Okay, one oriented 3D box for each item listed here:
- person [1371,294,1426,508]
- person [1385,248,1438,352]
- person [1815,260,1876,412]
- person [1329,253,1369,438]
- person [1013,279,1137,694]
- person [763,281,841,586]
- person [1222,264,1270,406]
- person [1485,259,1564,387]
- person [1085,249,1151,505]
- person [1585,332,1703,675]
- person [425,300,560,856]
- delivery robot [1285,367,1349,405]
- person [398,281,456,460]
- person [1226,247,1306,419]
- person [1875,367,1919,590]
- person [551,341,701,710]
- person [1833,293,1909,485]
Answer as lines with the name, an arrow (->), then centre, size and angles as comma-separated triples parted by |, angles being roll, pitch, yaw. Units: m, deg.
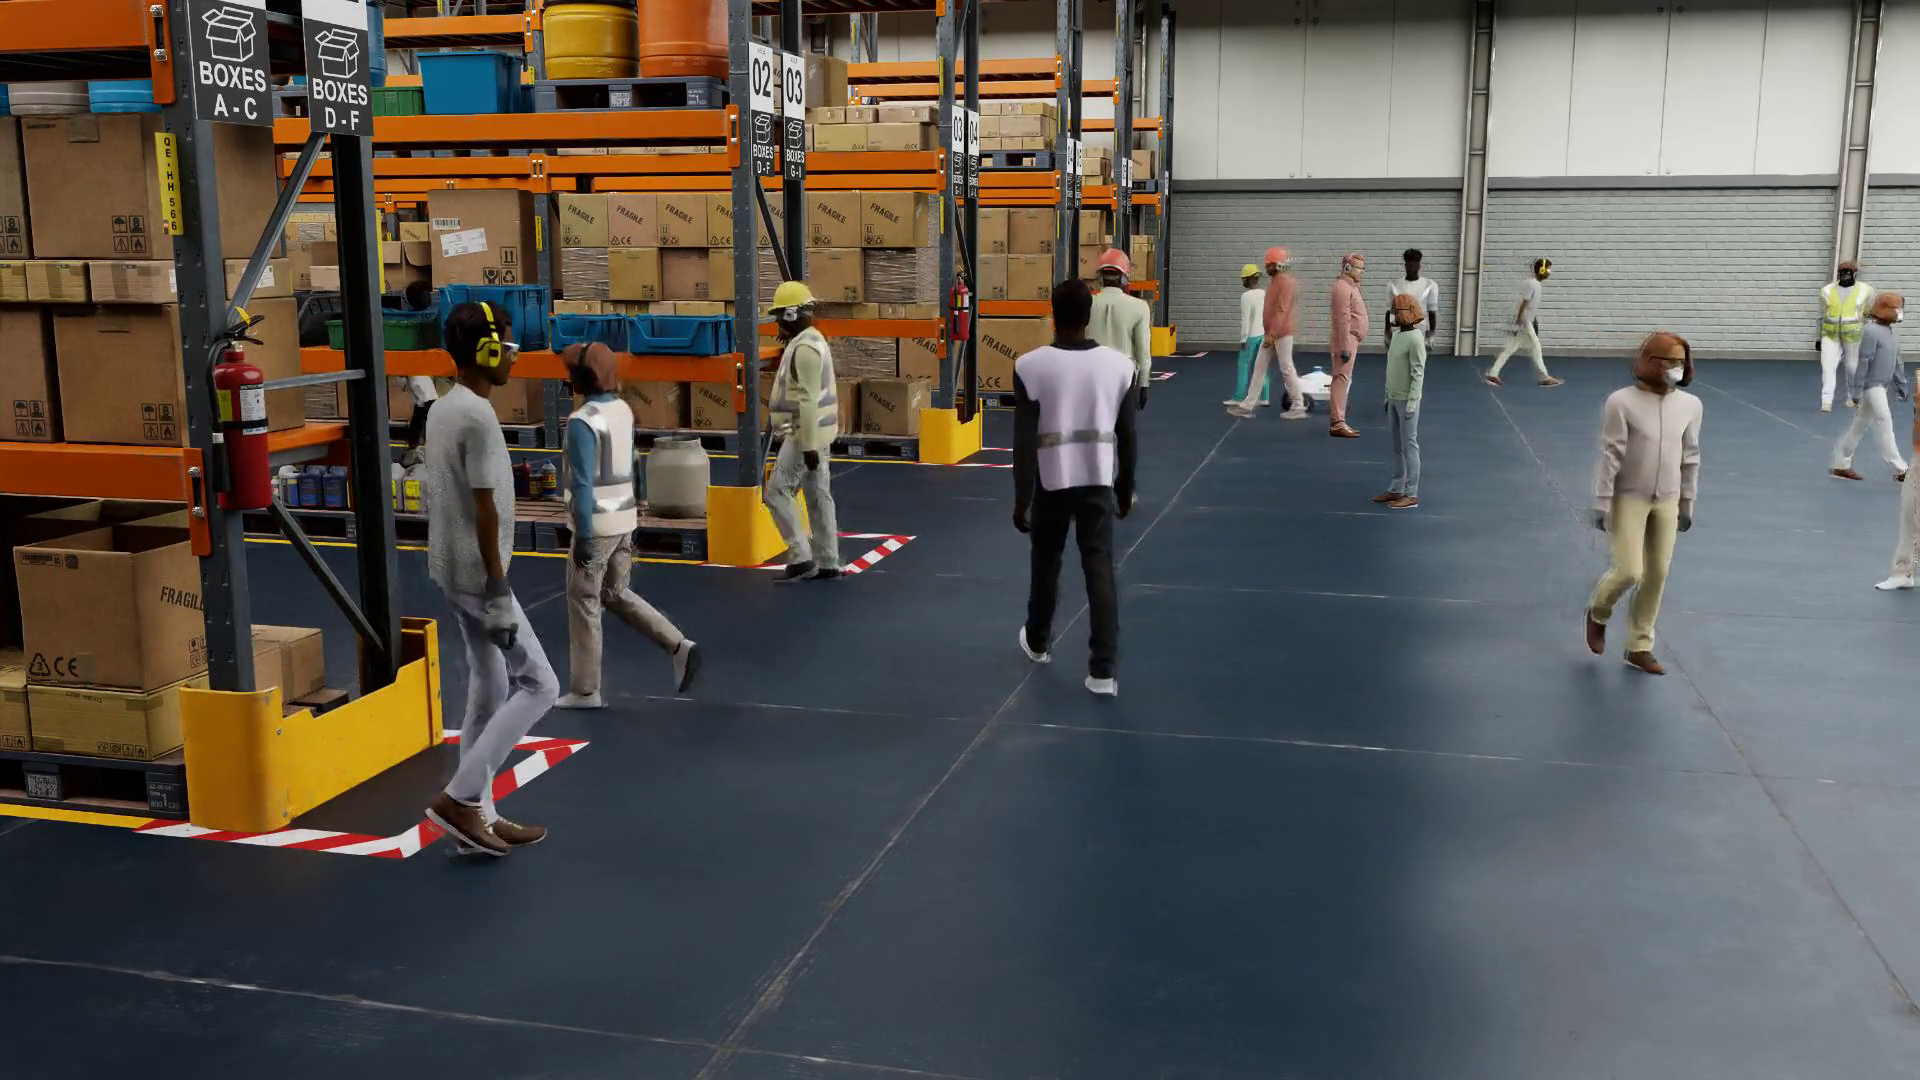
person -> 3.387, -1.063, 12.757 | 0.280, 1.633, 0.502 | -2, 10, -9
person -> 5.264, -2.428, 19.445 | 0.613, 1.949, 0.434 | 4, 11, 19
person -> 10.656, -2.460, 20.038 | 0.633, 1.810, 0.914 | 7, 13, 36
person -> 4.048, -2.025, 17.350 | 0.406, 1.902, 0.636 | 3, 11, 14
person -> 0.528, -0.266, 7.712 | 0.622, 1.862, 1.035 | -2, 10, -12
person -> -0.953, -0.619, 9.844 | 0.553, 1.798, 0.599 | 0, 10, 0
person -> 3.566, -2.506, 20.436 | 0.535, 1.758, 0.441 | -10, 14, -43
person -> 7.899, -3.025, 23.239 | 1.057, 1.787, 0.520 | 3, 11, 15
person -> 1.137, -1.207, 12.637 | 0.630, 1.959, 0.820 | 1, 10, 8
person -> 3.226, -0.174, 7.854 | 0.515, 1.617, 0.400 | -2, 10, -10
person -> -1.541, 0.144, 5.481 | 0.389, 1.844, 0.533 | -6, 12, -30
delivery robot -> 4.196, -1.794, 19.535 | 0.707, 0.478, 0.477 | -1, 10, -5
person -> -4.766, -1.482, 14.942 | 0.631, 1.674, 0.541 | 2, 10, 10
person -> 3.562, -2.345, 18.962 | 0.901, 1.954, 0.615 | -2, 11, -14
person -> 5.781, -0.497, 9.676 | 0.729, 1.613, 0.515 | -4, 11, -19
person -> -1.488, -0.047, 7.173 | 0.596, 1.623, 0.522 | 2, 10, 12
person -> 7.781, -1.259, 13.927 | 0.530, 1.587, 0.831 | -9, 14, -41
